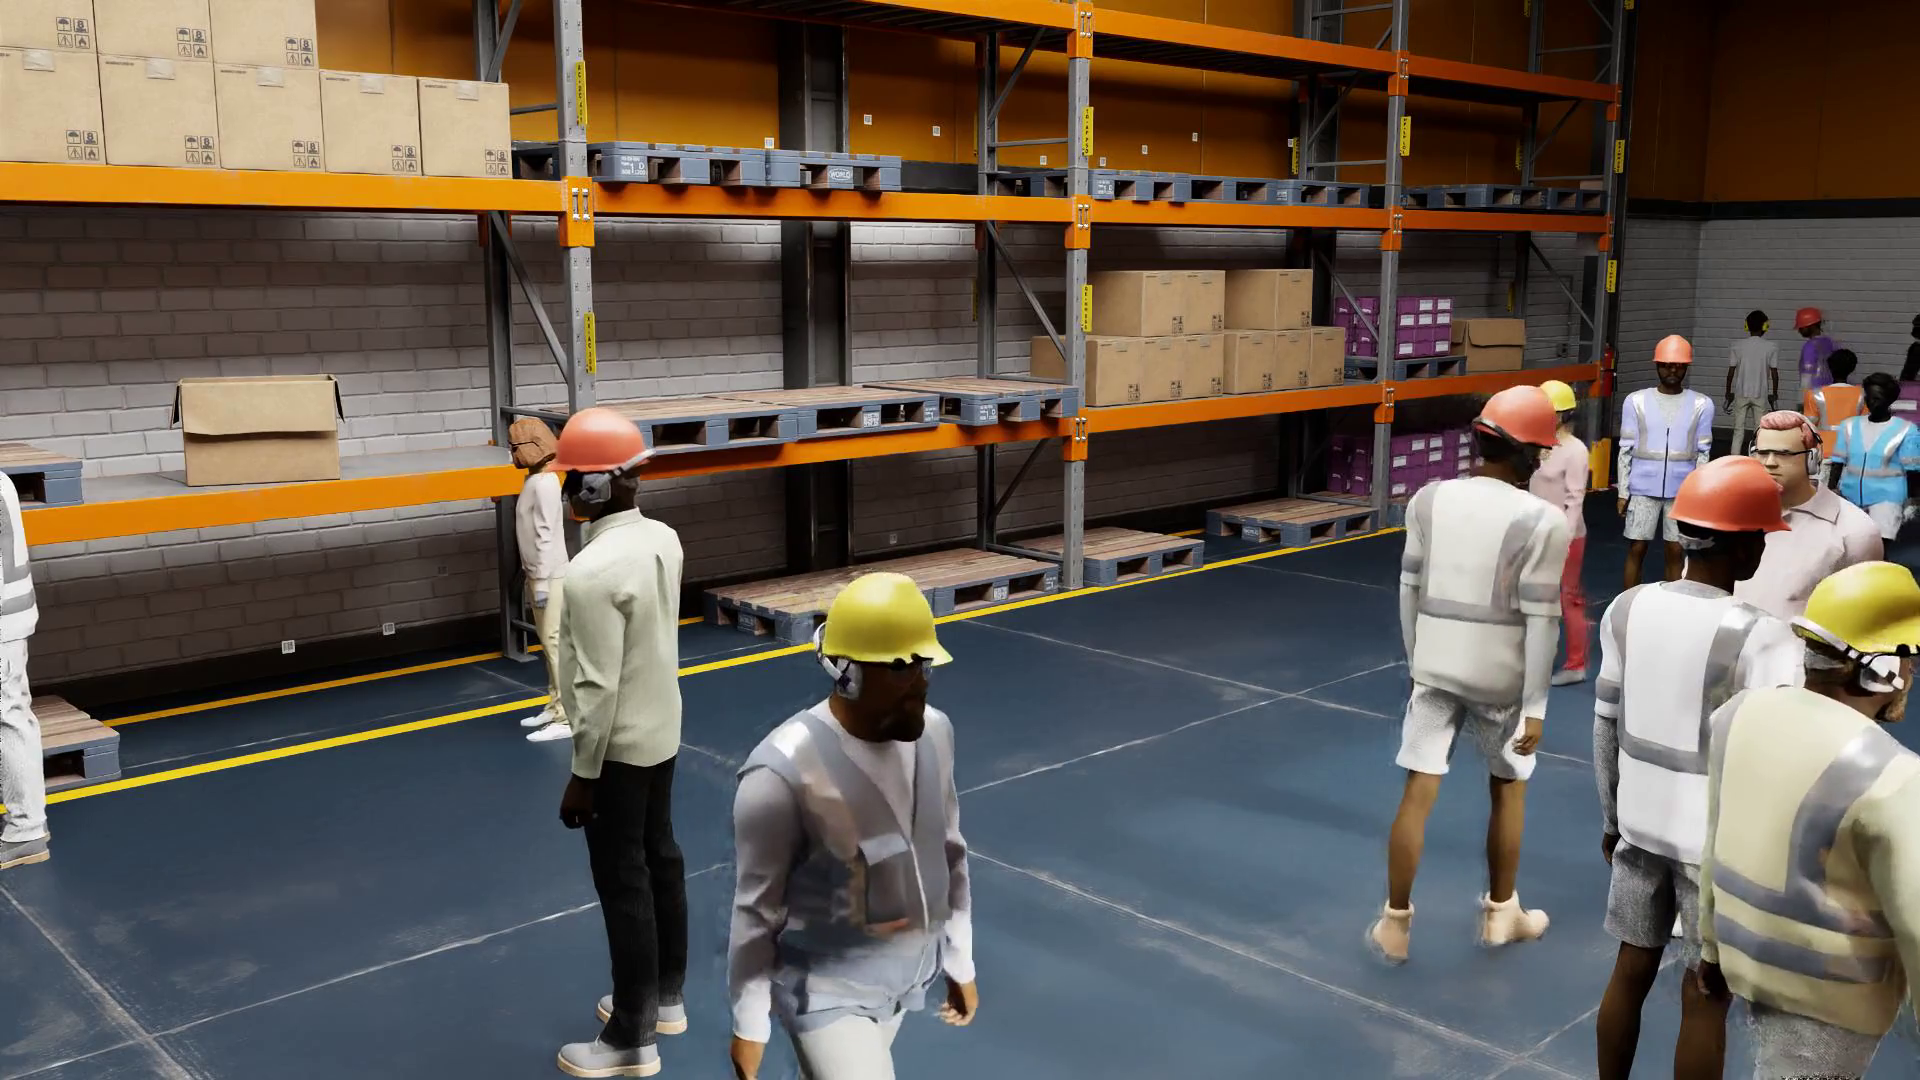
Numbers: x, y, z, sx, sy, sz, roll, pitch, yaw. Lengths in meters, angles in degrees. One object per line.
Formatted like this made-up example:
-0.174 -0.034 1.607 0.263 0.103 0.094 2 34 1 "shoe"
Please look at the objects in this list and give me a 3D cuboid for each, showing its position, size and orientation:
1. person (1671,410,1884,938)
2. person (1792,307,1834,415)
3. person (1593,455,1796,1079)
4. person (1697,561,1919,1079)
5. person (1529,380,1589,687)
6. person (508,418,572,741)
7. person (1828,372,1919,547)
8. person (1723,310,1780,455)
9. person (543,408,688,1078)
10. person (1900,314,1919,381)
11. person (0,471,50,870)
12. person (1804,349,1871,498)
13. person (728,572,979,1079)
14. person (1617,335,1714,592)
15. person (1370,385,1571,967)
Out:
2.795 0.502 5.791 0.642 1.909 0.410 8 12 39 "person"
9.335 -1.574 18.039 0.582 1.888 0.788 -9 13 -41 "person"
1.895 0.746 4.277 0.373 1.934 0.551 -5 11 -27 "person"
1.955 0.934 3.597 0.816 1.790 0.606 -1 10 -8 "person"
3.240 -0.019 9.311 0.731 1.733 0.550 -3 10 -15 "person"
-2.116 0.194 8.417 0.272 1.627 0.495 -4 10 -21 "person"
5.889 -0.244 10.822 0.667 1.676 0.541 -6 11 -31 "person"
8.361 -1.490 17.580 0.526 1.865 0.315 5 11 28 "person"
-1.017 0.600 4.962 0.380 1.995 0.608 2 10 11 "person"
10.735 -1.602 18.444 0.624 1.805 0.920 -9 13 -42 "person"
-3.870 0.372 6.625 0.349 1.881 0.577 -4 10 -22 "person"
6.995 -0.676 13.302 0.533 1.697 0.319 3 10 15 "person"
-0.277 0.928 3.668 0.919 1.791 0.601 7 12 36 "person"
4.434 -0.320 10.501 0.545 1.942 0.353 3 10 18 "person"
1.754 0.476 5.735 0.625 2.003 0.724 9 14 44 "person"
